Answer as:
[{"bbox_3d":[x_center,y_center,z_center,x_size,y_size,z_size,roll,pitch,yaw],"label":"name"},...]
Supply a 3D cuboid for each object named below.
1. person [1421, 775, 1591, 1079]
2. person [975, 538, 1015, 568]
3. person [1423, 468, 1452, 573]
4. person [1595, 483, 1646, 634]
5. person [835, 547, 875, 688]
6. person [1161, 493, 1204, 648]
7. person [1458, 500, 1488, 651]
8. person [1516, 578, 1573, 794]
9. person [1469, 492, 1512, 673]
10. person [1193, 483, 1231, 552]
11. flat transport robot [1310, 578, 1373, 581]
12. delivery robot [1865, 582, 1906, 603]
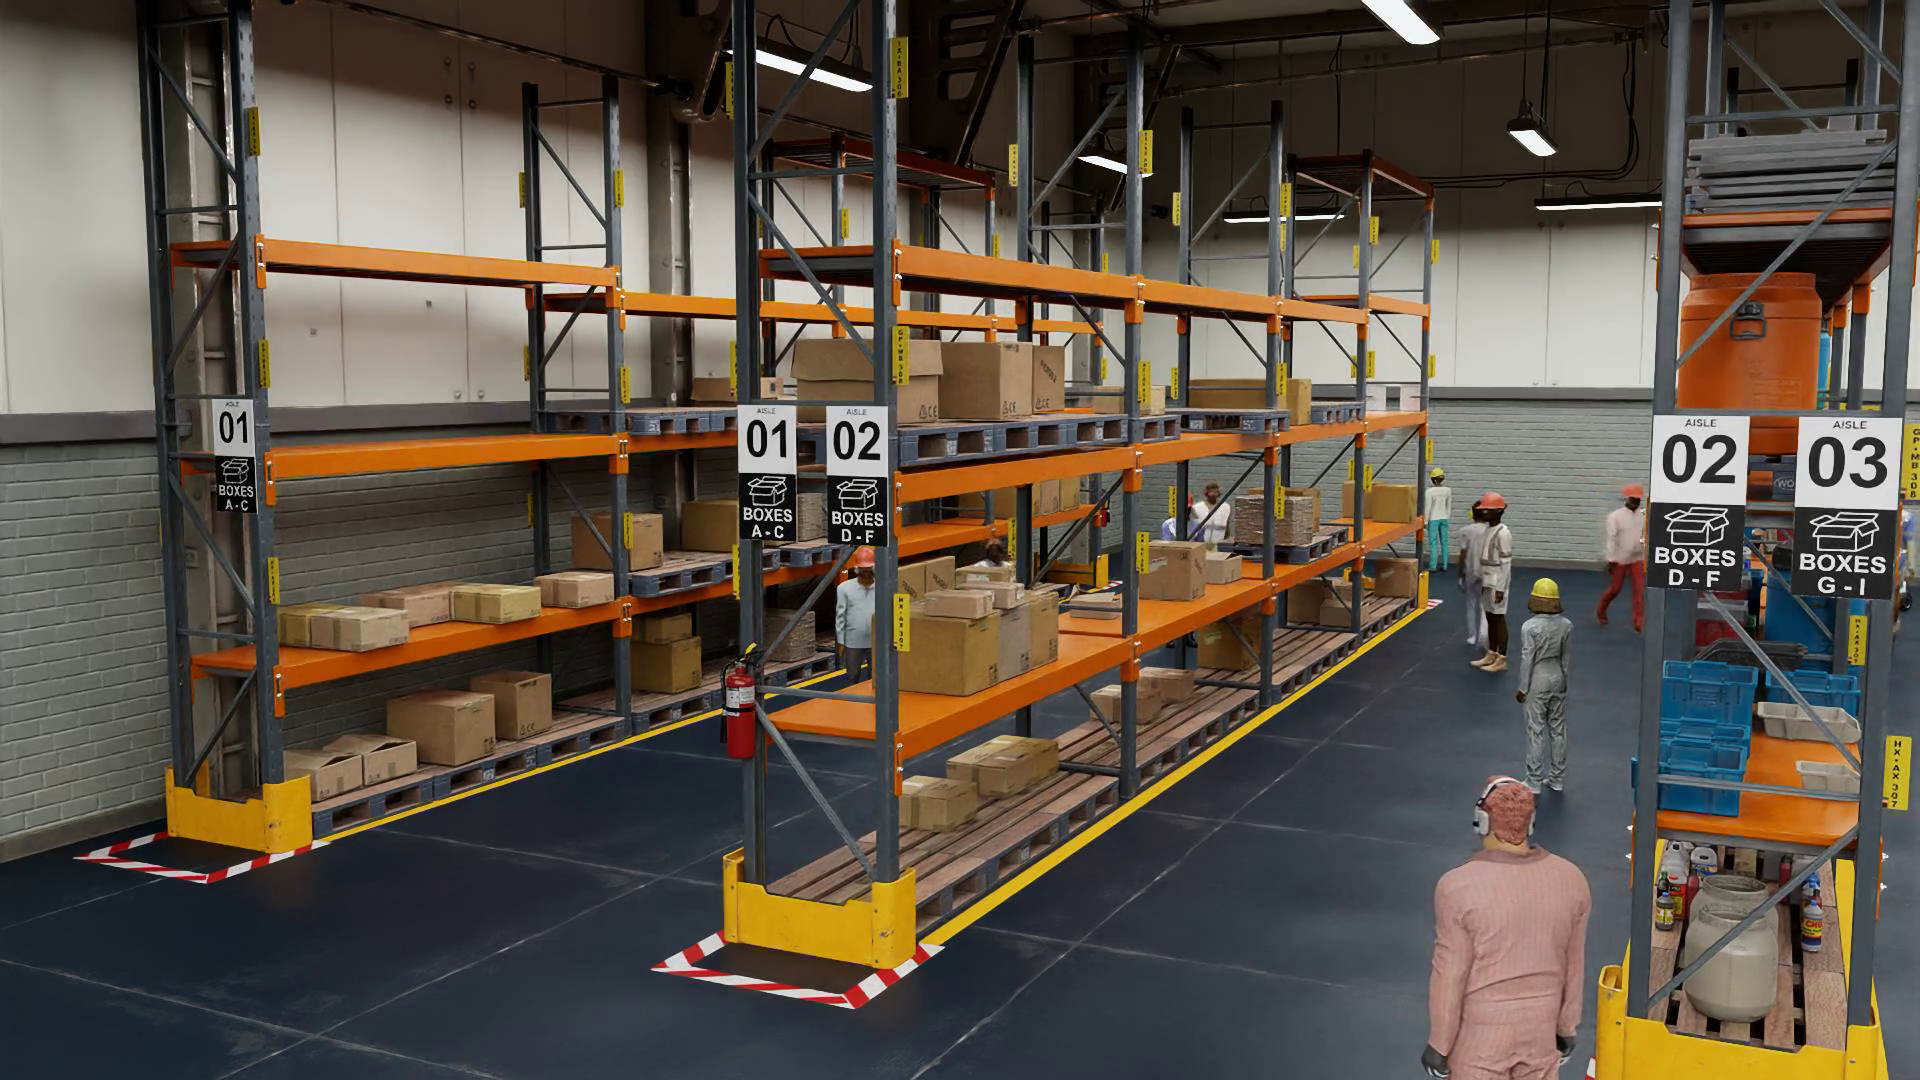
[{"bbox_3d":[2.034,1.835,6.290,0.652,1.906,0.403,-2,6,-16],"label":"person"},{"bbox_3d":[0.404,0.795,17.724,0.602,1.629,0.406,-3,7,-26],"label":"person"},{"bbox_3d":[8.026,-0.329,28.005,0.523,1.769,0.315,-2,6,-23],"label":"person"},{"bbox_3d":[8.692,0.226,21.745,0.637,1.957,0.917,-1,6,-11],"label":"person"},{"bbox_3d":[-0.898,0.941,15.718,0.563,1.752,0.324,-1,6,-13],"label":"person"},{"bbox_3d":[2.743,0.364,20.439,0.544,1.939,0.354,-1,6,-9],"label":"person"},{"bbox_3d":[6.382,0.425,20.403,0.521,1.837,0.872,1,6,13],"label":"person"},{"bbox_3d":[4.718,1.176,13.479,0.493,1.743,0.295,-2,6,-22],"label":"person"},{"bbox_3d":[6.011,0.482,18.782,0.396,2.044,0.609,0,6,0],"label":"person"},{"bbox_3d":[3.630,0.064,24.067,0.575,1.810,0.909,0,6,0],"label":"person"},{"bbox_3d":[5.828,0.702,25.175,1.431,0.197,0.652,1,6,6],"label":"flat transport robot"},{"bbox_3d":[12.984,0.692,23.454,0.707,0.478,0.477,-3,6,-27],"label":"delivery robot"}]
